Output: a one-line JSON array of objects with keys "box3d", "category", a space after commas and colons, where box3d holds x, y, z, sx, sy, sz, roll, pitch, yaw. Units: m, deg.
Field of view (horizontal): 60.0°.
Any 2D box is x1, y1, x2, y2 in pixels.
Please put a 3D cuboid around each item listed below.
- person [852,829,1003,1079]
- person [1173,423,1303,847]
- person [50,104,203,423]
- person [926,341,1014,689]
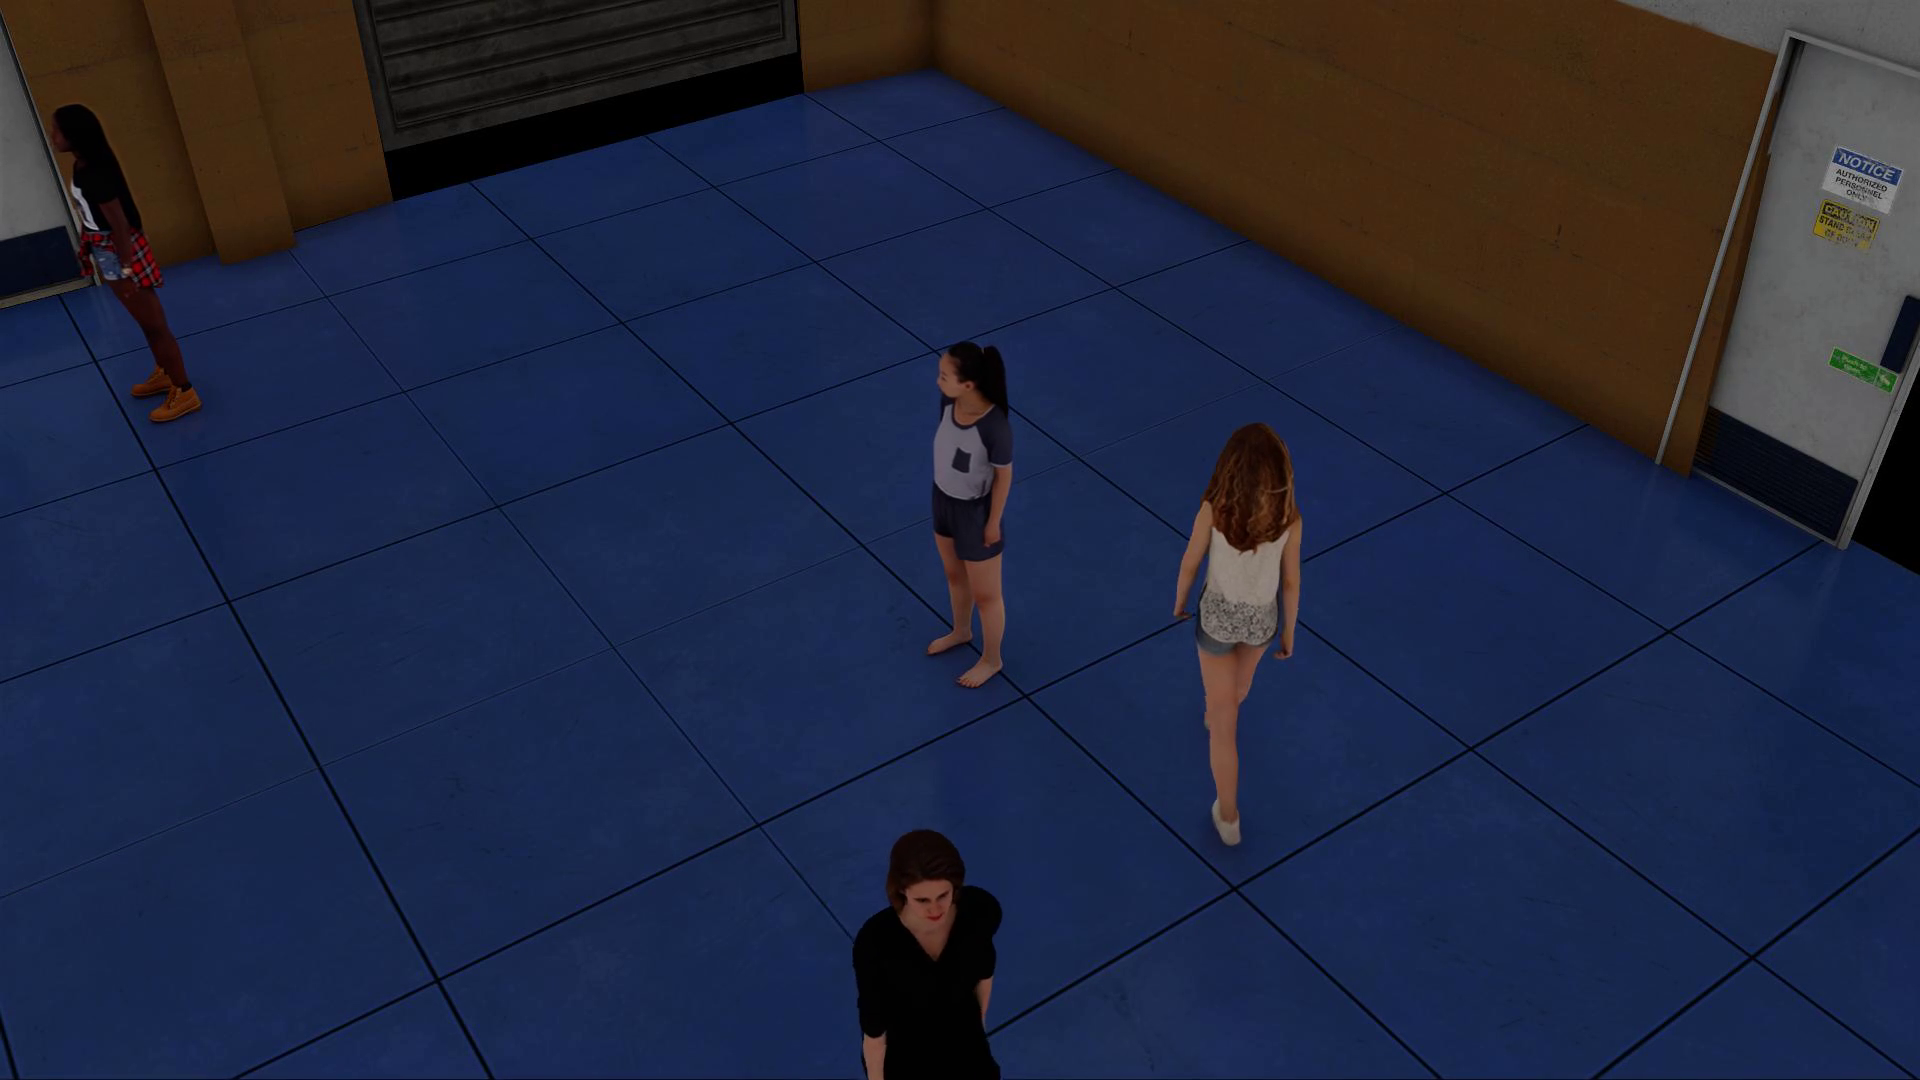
[{"box3d": [-0.133, 1.399, 4.860, 0.653, 1.691, 0.738, -10, 38, -13], "category": "person"}, {"box3d": [1.036, 0.406, 6.169, 1.095, 1.726, 1.049, 0, 37, 0], "category": "person"}, {"box3d": [-4.328, -1.436, 8.621, 0.581, 1.727, 0.608, -21, 42, -26], "category": "person"}, {"box3d": [0.049, -0.116, 6.928, 0.501, 1.650, 0.589, -21, 42, -26], "category": "person"}]
